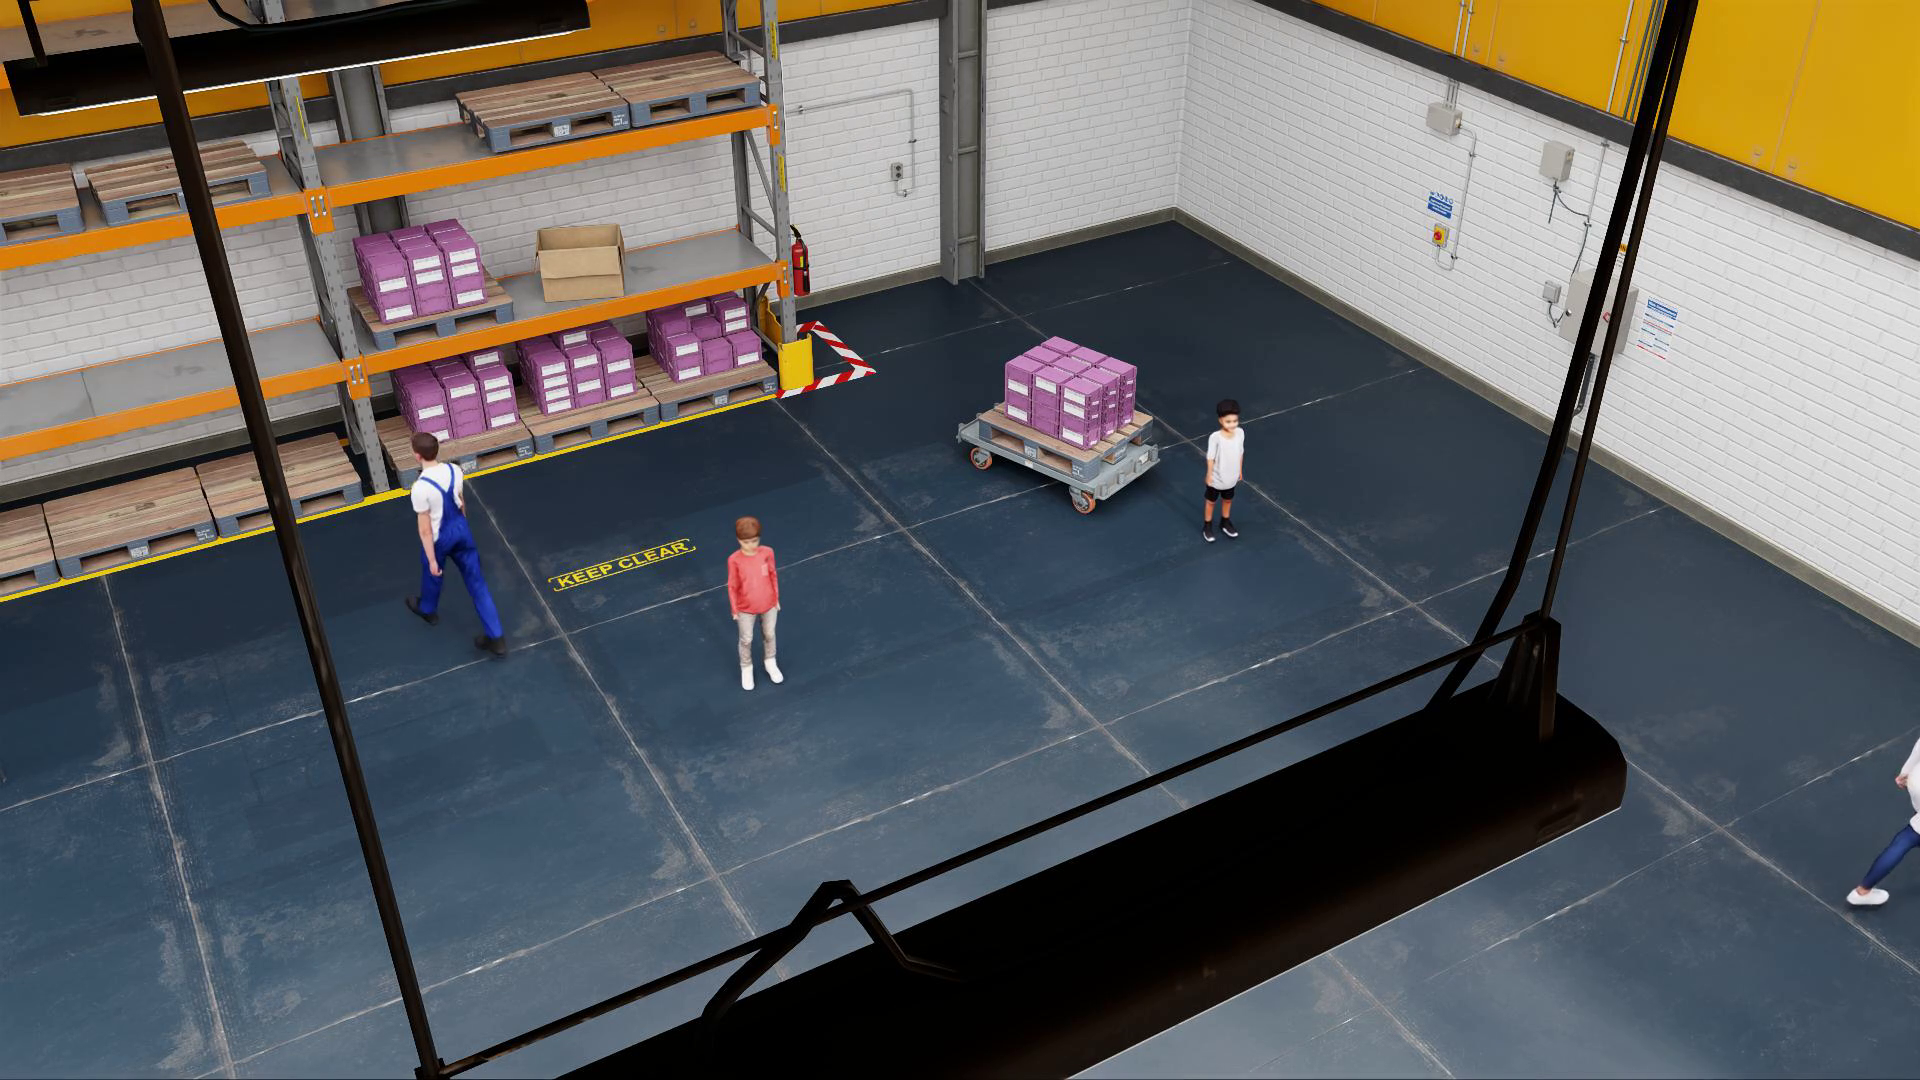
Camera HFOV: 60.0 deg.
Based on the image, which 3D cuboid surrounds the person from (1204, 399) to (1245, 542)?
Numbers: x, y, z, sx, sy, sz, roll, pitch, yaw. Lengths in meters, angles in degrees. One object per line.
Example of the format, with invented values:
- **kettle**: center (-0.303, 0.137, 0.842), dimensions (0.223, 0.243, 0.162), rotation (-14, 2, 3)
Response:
- **person**: center (2.192, -0.602, 13.803), dimensions (0.489, 1.261, 0.591), rotation (-10, 35, -14)

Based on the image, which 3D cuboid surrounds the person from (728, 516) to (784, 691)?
- **person**: center (-1.490, 0.438, 12.097), dimensions (0.435, 1.417, 0.603), rotation (-13, 36, -19)

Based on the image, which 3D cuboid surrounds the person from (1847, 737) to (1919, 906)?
- **person**: center (5.849, 1.570, 10.112), dimensions (1.164, 1.730, 0.838), rotation (-8, 34, -12)

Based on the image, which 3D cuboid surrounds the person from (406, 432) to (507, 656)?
- **person**: center (-3.722, 0.065, 12.318), dimensions (1.077, 1.795, 1.302), rotation (22, 39, 29)
